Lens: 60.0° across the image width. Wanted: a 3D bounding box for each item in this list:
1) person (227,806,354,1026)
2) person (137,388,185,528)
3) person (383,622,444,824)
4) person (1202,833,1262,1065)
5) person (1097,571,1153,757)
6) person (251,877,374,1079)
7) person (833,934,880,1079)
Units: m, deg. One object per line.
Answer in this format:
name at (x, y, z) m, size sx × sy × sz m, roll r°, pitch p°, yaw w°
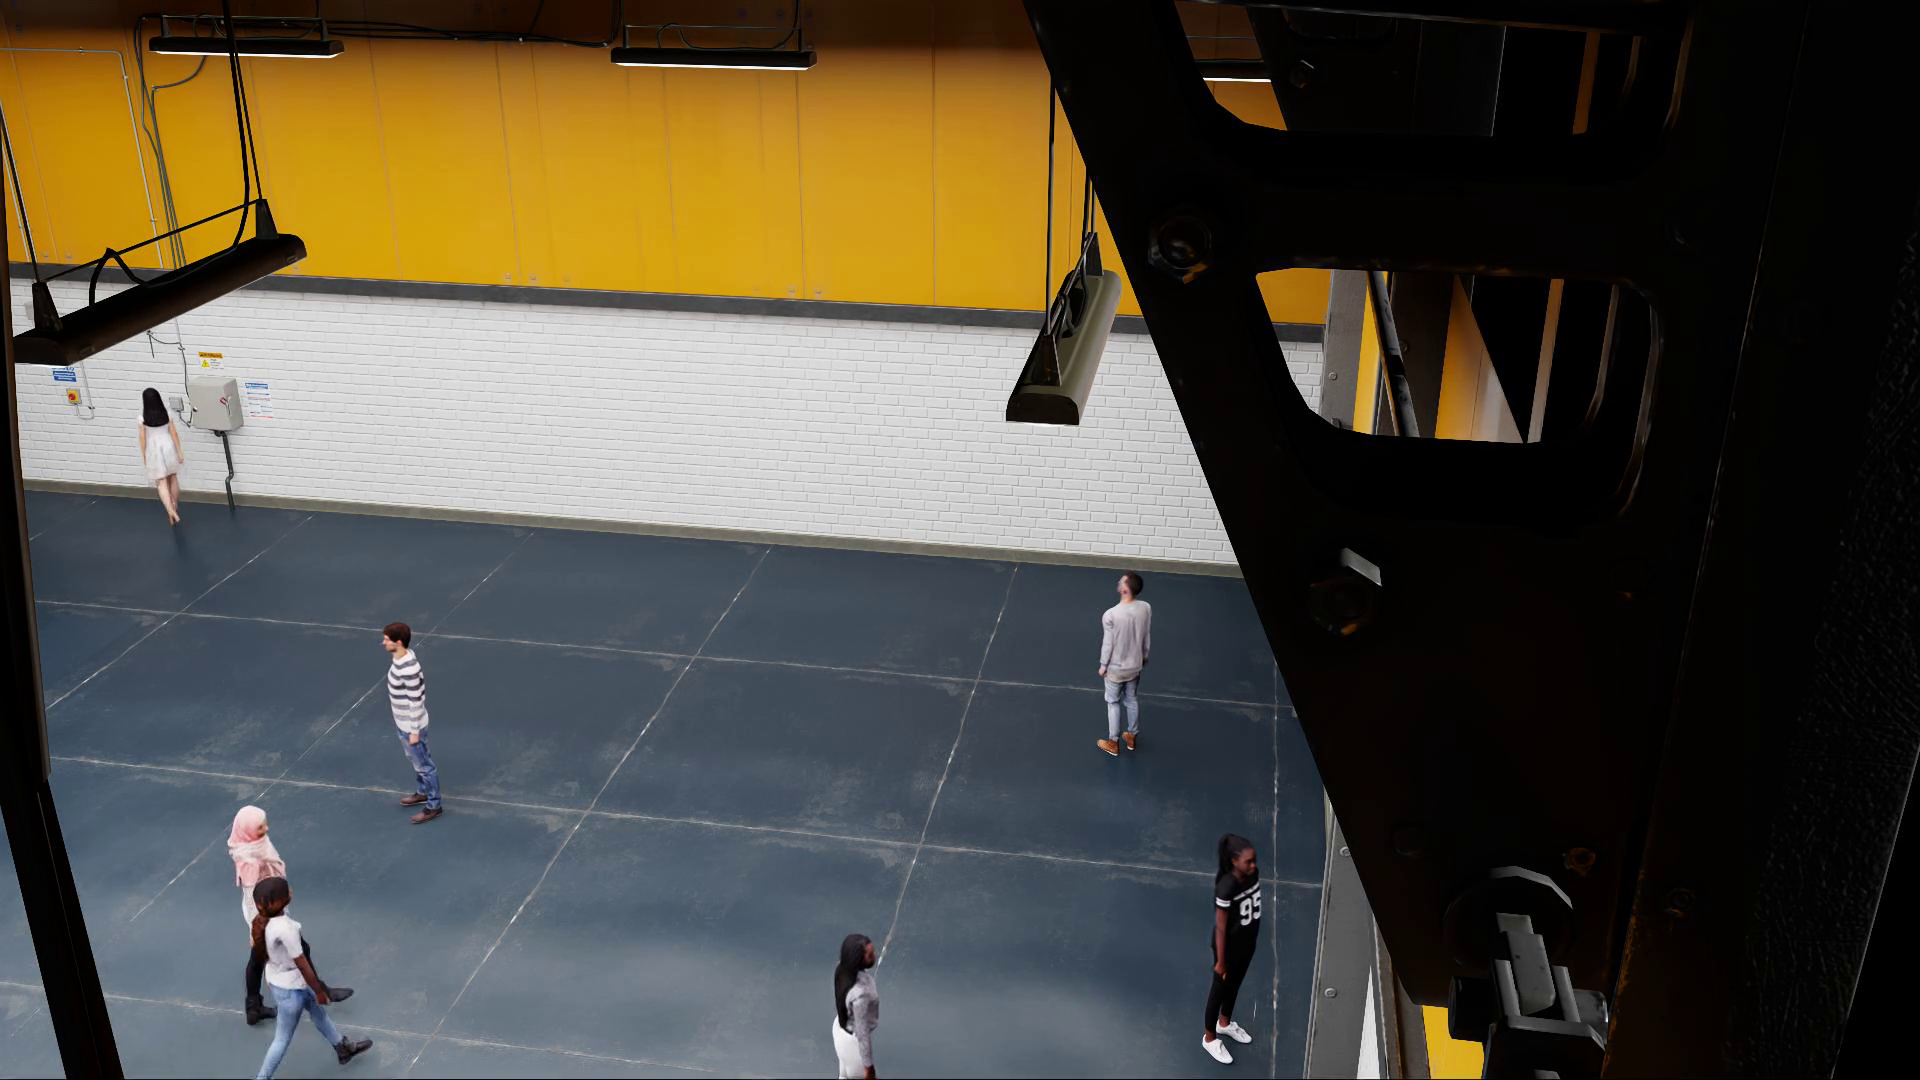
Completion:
person at (-5.052, 2.700, 11.831) m, size 1.027 × 1.775 × 1.034 m, roll -10°, pitch 26°, yaw -22°
person at (-9.711, -0.973, 20.272) m, size 1.053 × 1.743 × 1.139 m, roll -15°, pitch 28°, yaw -30°
person at (-4.733, 1.543, 14.378) m, size 0.777 × 1.855 × 0.695 m, roll -13°, pitch 27°, yaw -28°
person at (1.914, 2.820, 11.613) m, size 0.759 × 1.729 × 0.649 m, roll 19°, pitch 30°, yaw 36°
person at (1.511, 1.122, 15.357) m, size 0.768 × 1.841 × 0.790 m, roll -12°, pitch 26°, yaw -25°
person at (-4.574, 3.048, 11.160) m, size 1.211 × 1.675 × 1.062 m, roll -20°, pitch 31°, yaw -39°
person at (-0.681, 3.239, 10.668) m, size 0.722 × 1.719 × 0.582 m, roll -5°, pitch 24°, yaw -10°
